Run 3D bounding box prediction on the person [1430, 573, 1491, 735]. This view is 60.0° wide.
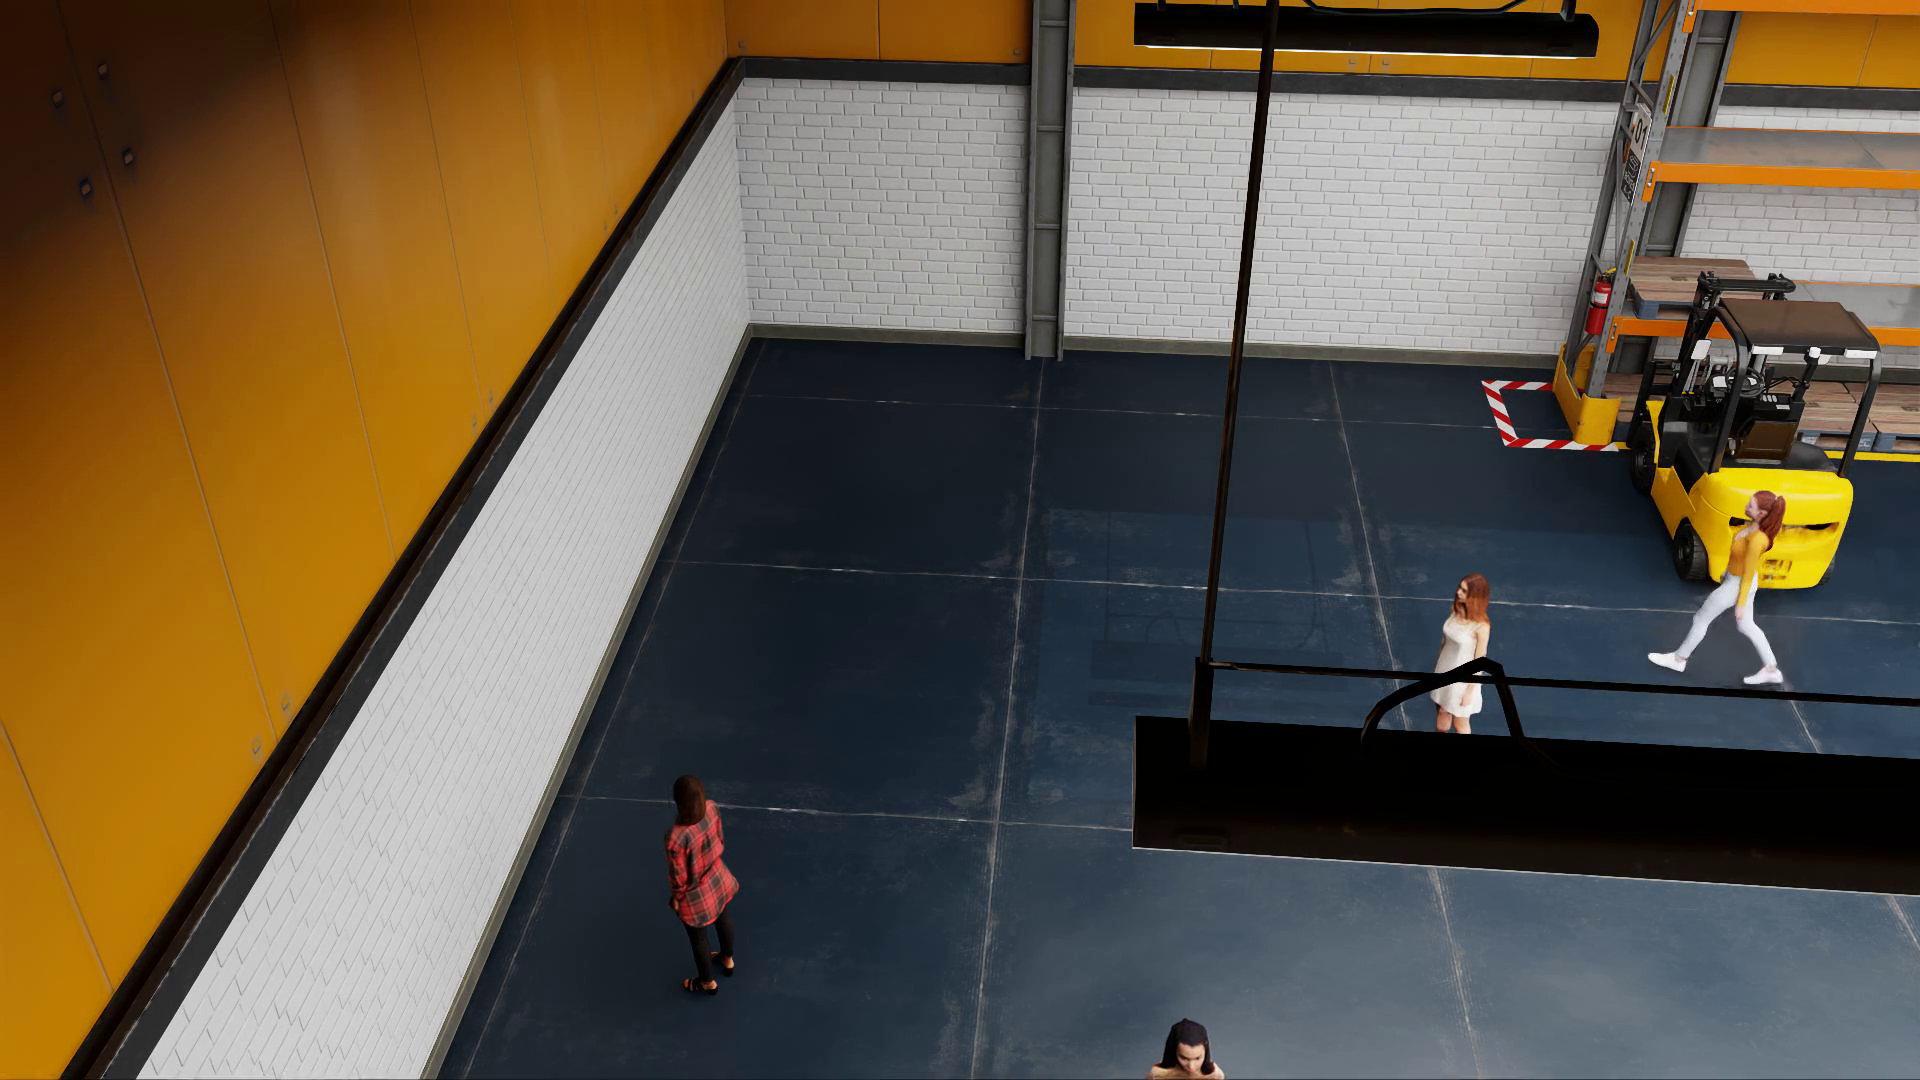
[{"bbox_3d":[3.509,0.947,11.702,0.644,1.710,0.635,-11,35,-16],"label":"person"}]

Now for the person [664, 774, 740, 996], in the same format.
[{"bbox_3d":[-1.566,2.068,10.022,0.703,1.703,0.697,19,38,27],"label":"person"}]

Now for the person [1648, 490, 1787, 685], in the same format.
[{"bbox_3d":[5.958,0.399,12.528,1.264,1.709,0.941,17,37,24],"label":"person"}]

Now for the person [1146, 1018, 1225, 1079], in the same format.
[{"bbox_3d":[1.105,3.069,8.491,0.538,1.730,0.693,-4,34,-7],"label":"person"}]
